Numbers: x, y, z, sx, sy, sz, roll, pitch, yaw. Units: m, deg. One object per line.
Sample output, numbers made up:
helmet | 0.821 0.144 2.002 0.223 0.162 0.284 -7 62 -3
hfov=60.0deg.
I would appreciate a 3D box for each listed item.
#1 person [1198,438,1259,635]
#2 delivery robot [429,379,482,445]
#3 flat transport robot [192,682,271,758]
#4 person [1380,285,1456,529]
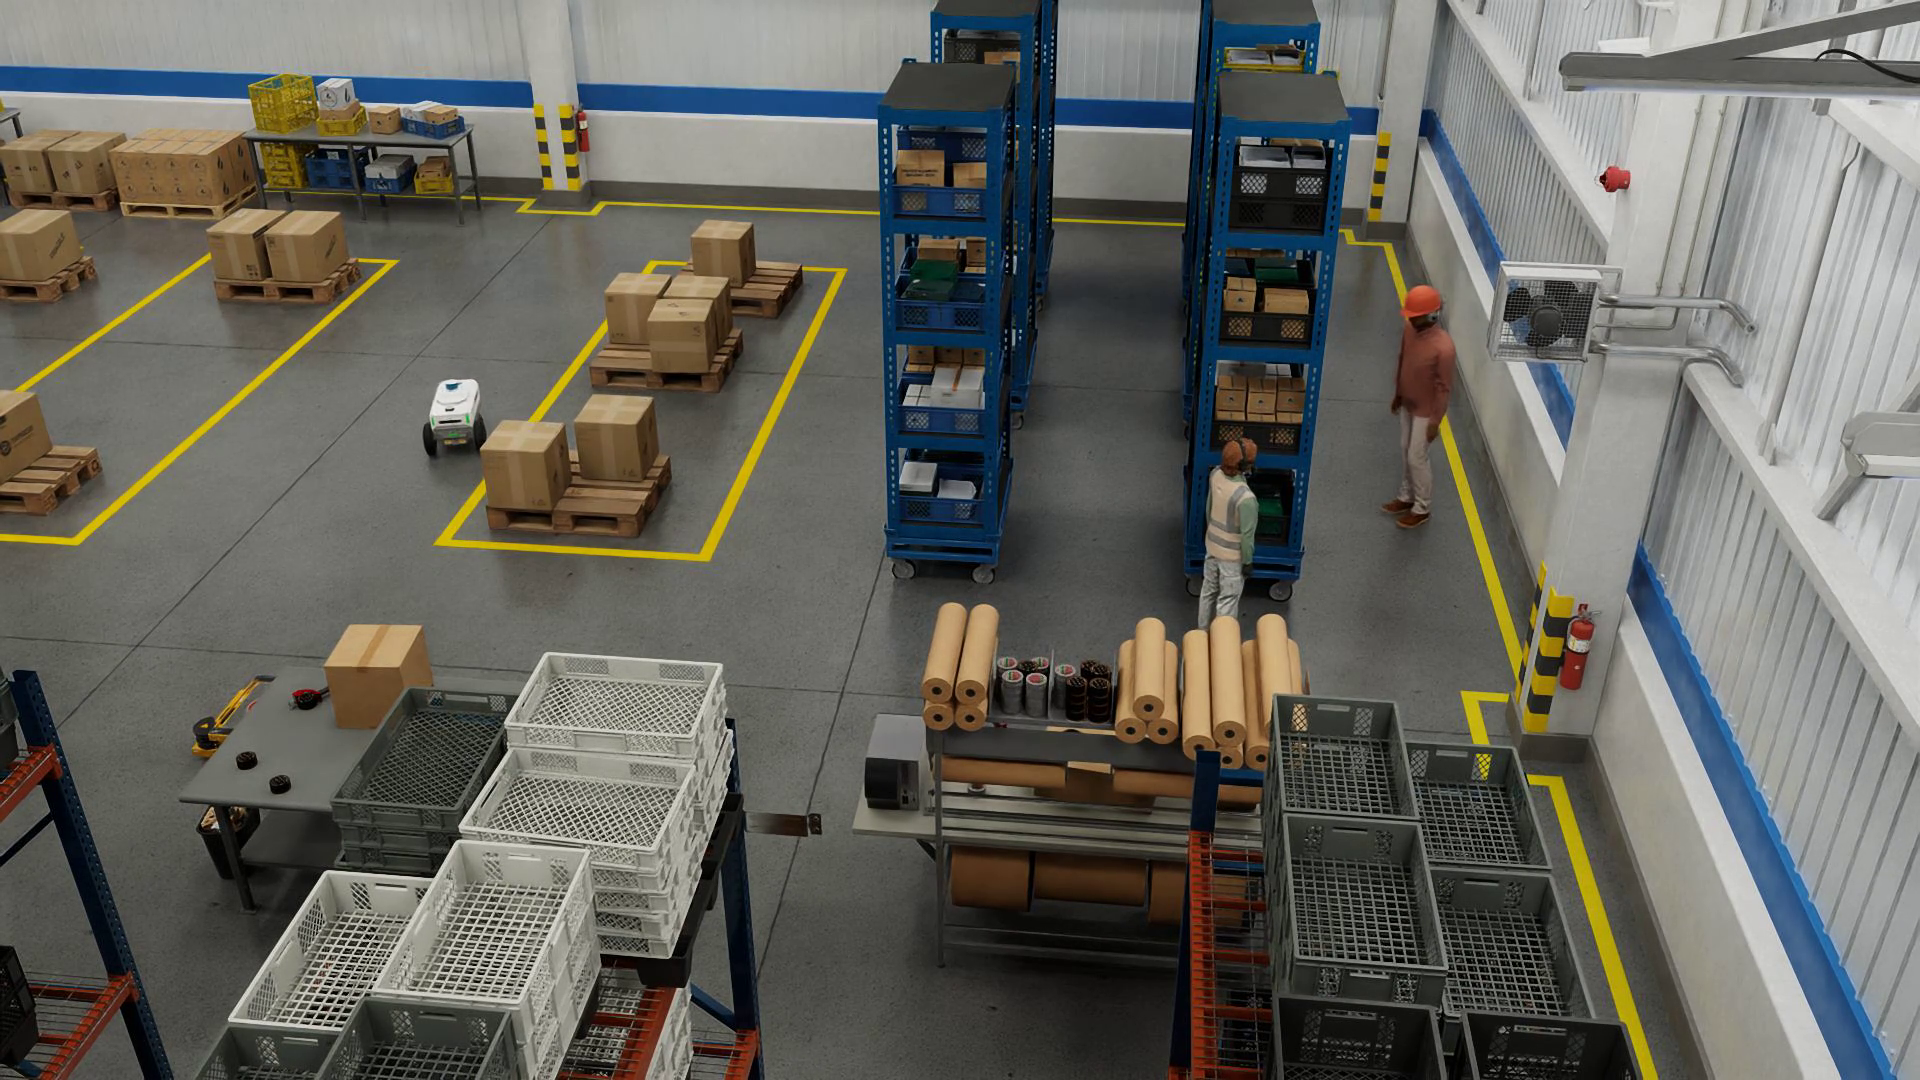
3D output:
person | 1.805 0.071 11.173 0.313 1.639 0.513 -11 32 -19
delivery robot | -4.317 -1.138 14.231 0.477 0.478 0.707 -4 31 -7
flat transport robot | -4.089 1.163 10.648 1.431 0.197 0.652 3 30 6
person | 3.486 -1.029 12.744 0.450 1.971 0.626 -8 31 -13
